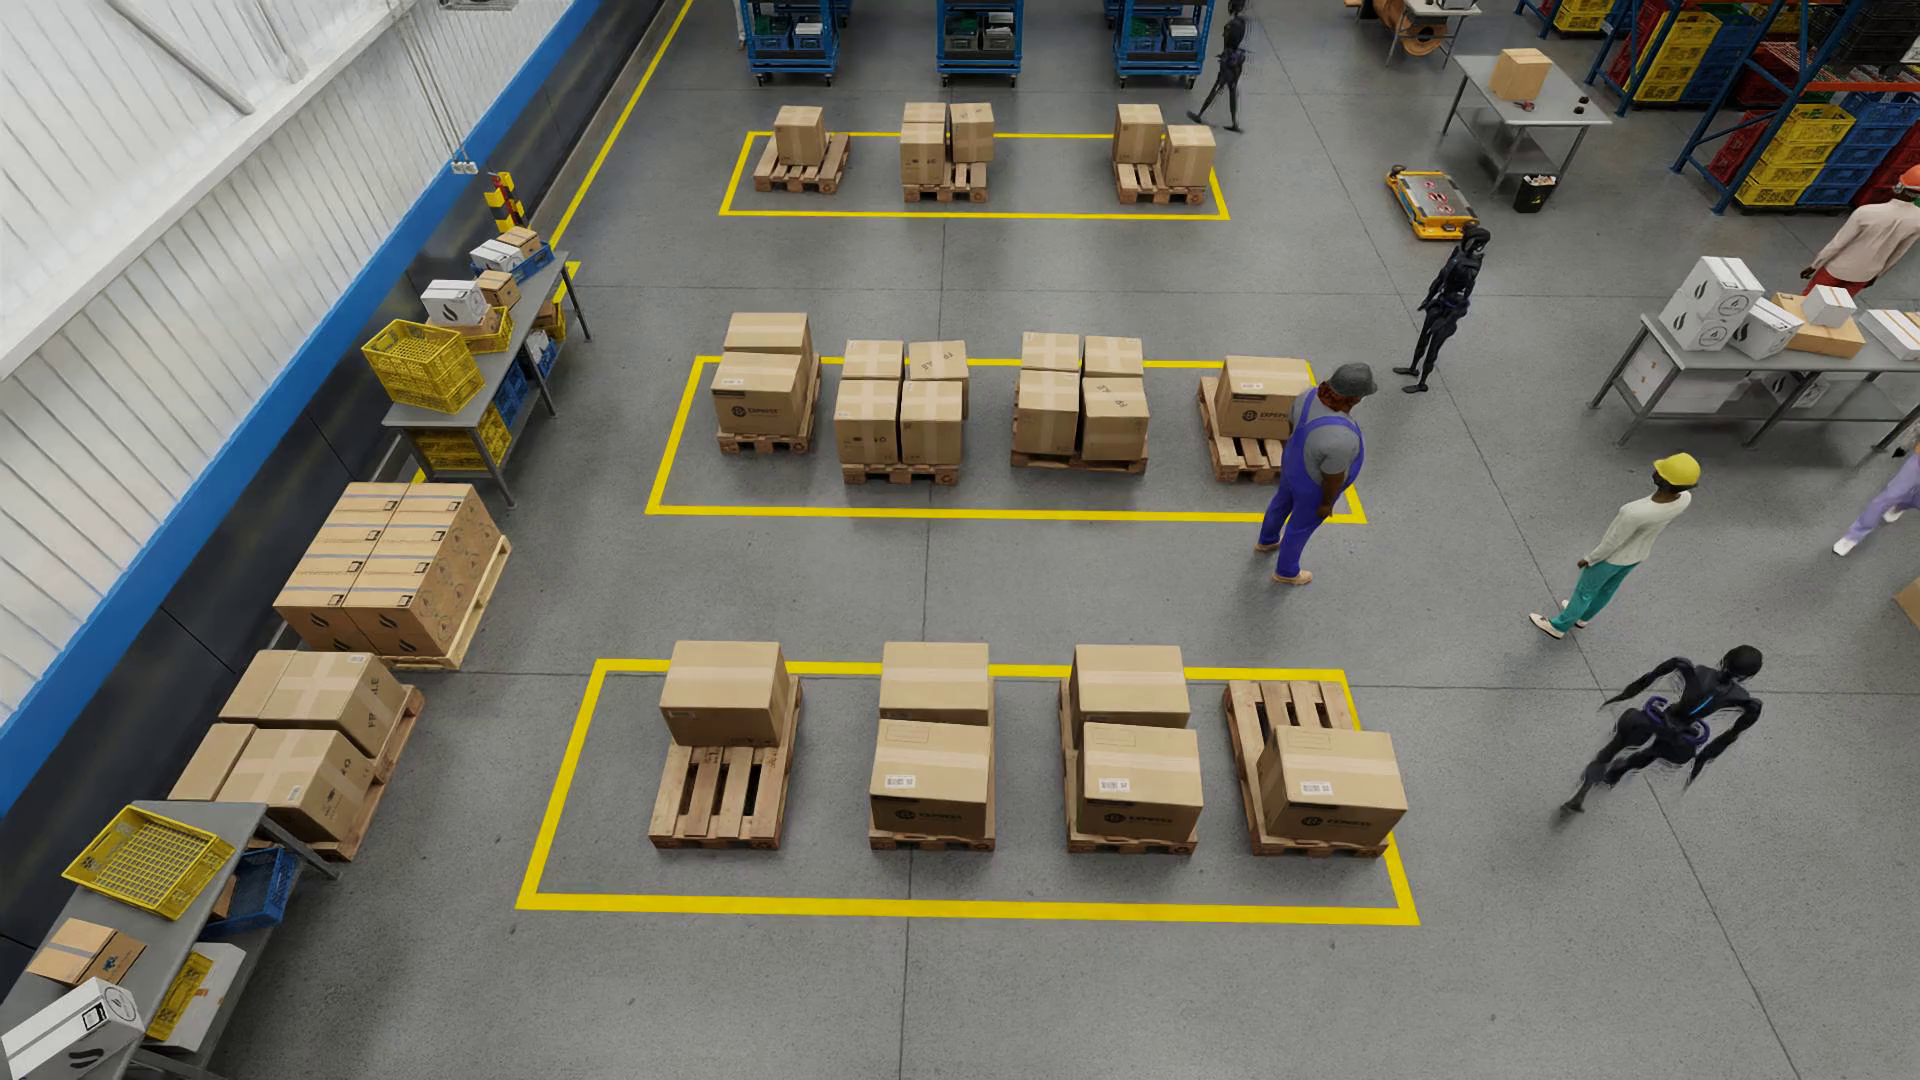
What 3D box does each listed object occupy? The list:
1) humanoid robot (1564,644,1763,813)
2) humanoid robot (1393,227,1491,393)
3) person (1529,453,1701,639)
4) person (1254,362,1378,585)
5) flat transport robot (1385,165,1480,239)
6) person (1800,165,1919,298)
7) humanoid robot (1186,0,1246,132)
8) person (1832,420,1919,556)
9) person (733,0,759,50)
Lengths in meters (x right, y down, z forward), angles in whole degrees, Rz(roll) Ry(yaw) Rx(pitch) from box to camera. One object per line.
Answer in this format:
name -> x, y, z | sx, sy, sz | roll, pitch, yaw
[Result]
humanoid robot -> 4.288, 1.168, 5.608 | 0.596, 1.638, 0.684 | 35, 58, 27
humanoid robot -> 4.422, -2.100, 8.410 | 0.313, 1.657, 0.609 | 1, 49, 0
person -> 4.644, 0.068, 6.482 | 0.523, 1.769, 0.319 | -15, 51, -13
person -> 2.653, -0.496, 6.792 | 0.538, 2.000, 0.680 | -8, 50, -7
flat transport robot -> 5.692, -4.094, 11.059 | 0.652, 0.197, 1.431 | 1, 49, 1
person -> 8.324, -2.548, 8.598 | 0.608, 1.995, 0.375 | 12, 50, 10
humanoid robot -> 3.504, -6.237, 12.025 | 0.779, 1.618, 0.568 | 34, 57, 26
person -> 7.595, -0.670, 7.038 | 0.796, 1.891, 0.595 | -30, 56, -24
person -> -3.260, -8.365, 13.705 | 0.573, 1.884, 0.356 | -1, 49, -1
